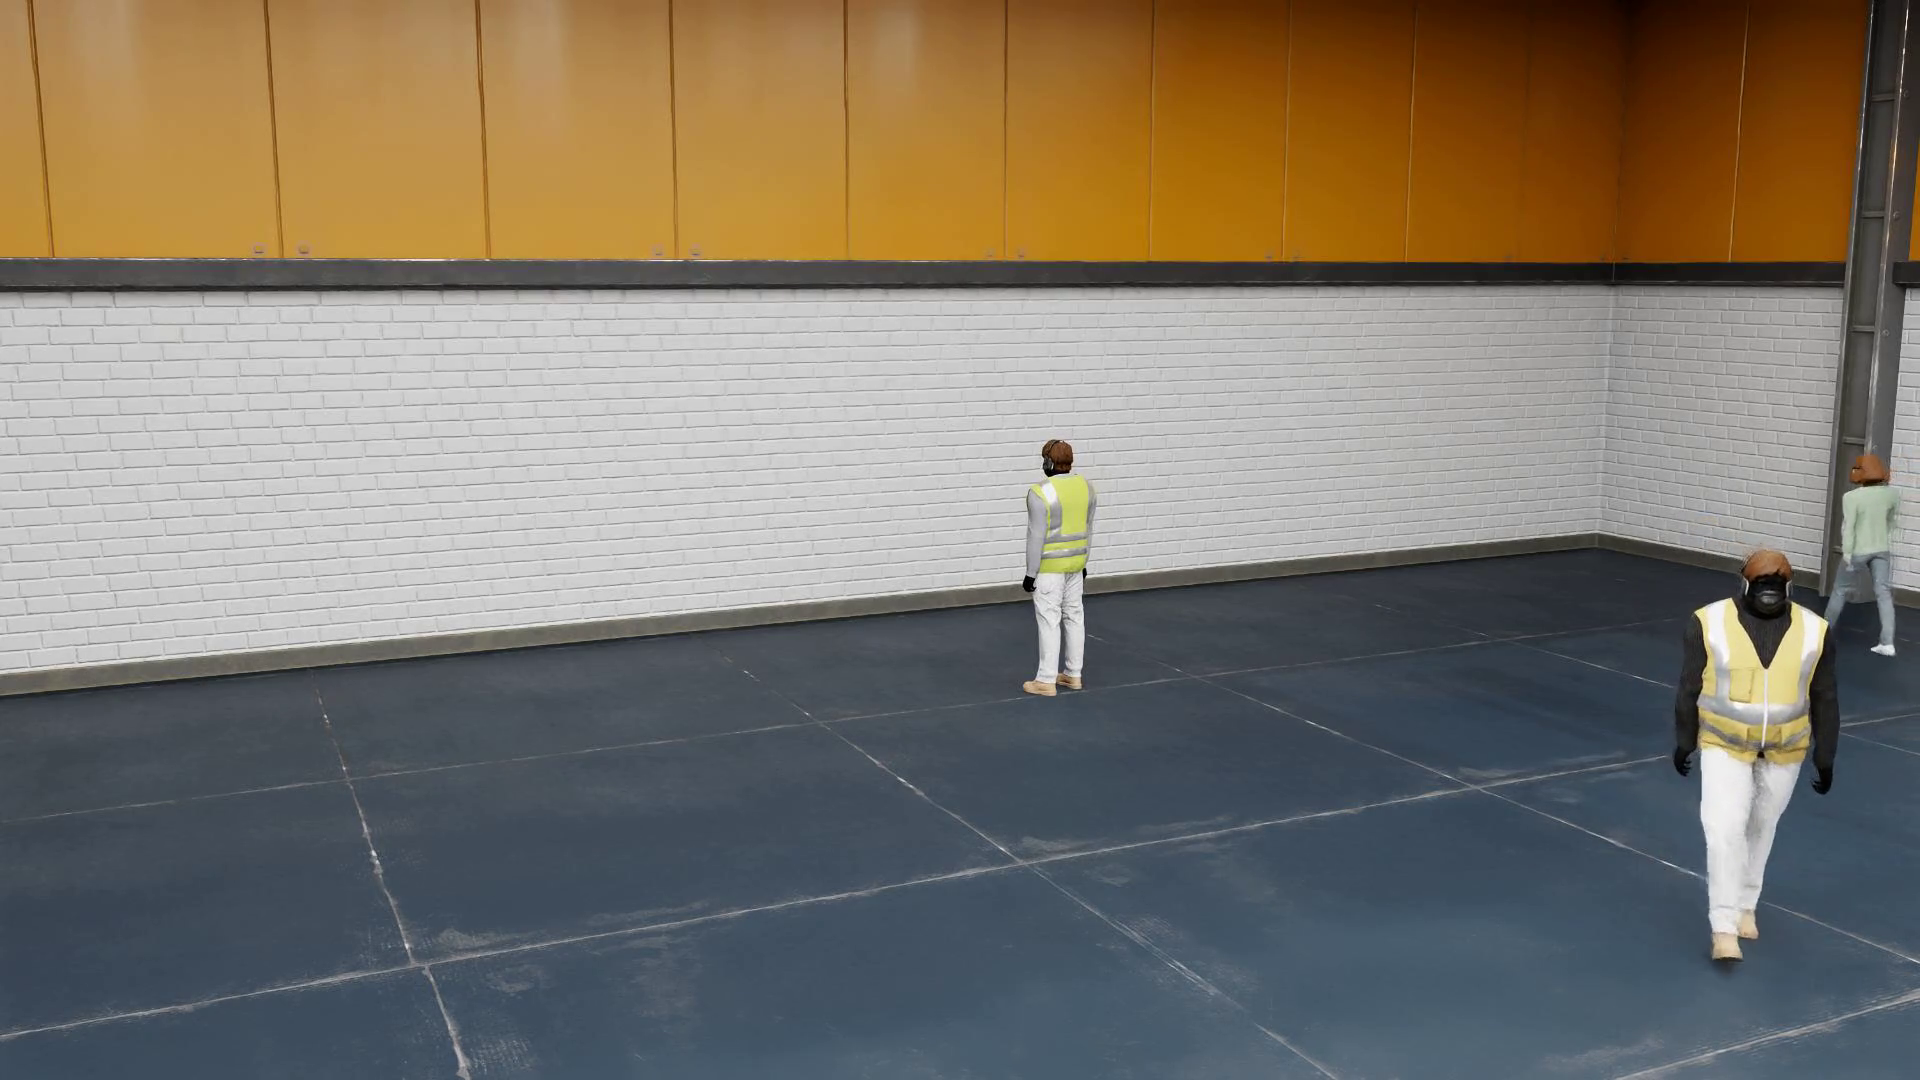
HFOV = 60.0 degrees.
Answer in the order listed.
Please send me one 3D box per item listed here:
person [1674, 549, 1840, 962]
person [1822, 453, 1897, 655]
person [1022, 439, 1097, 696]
[{"bbox_3d":[3.527,0.957,7.327,0.654,1.811,0.848,2,9,13],"label":"person"},{"bbox_3d":[7.273,0.095,13.396,0.510,1.582,0.879,-1,9,-8],"label":"person"},{"bbox_3d":[0.690,0.195,11.977,0.628,1.843,0.429,-8,12,-42],"label":"person"}]
